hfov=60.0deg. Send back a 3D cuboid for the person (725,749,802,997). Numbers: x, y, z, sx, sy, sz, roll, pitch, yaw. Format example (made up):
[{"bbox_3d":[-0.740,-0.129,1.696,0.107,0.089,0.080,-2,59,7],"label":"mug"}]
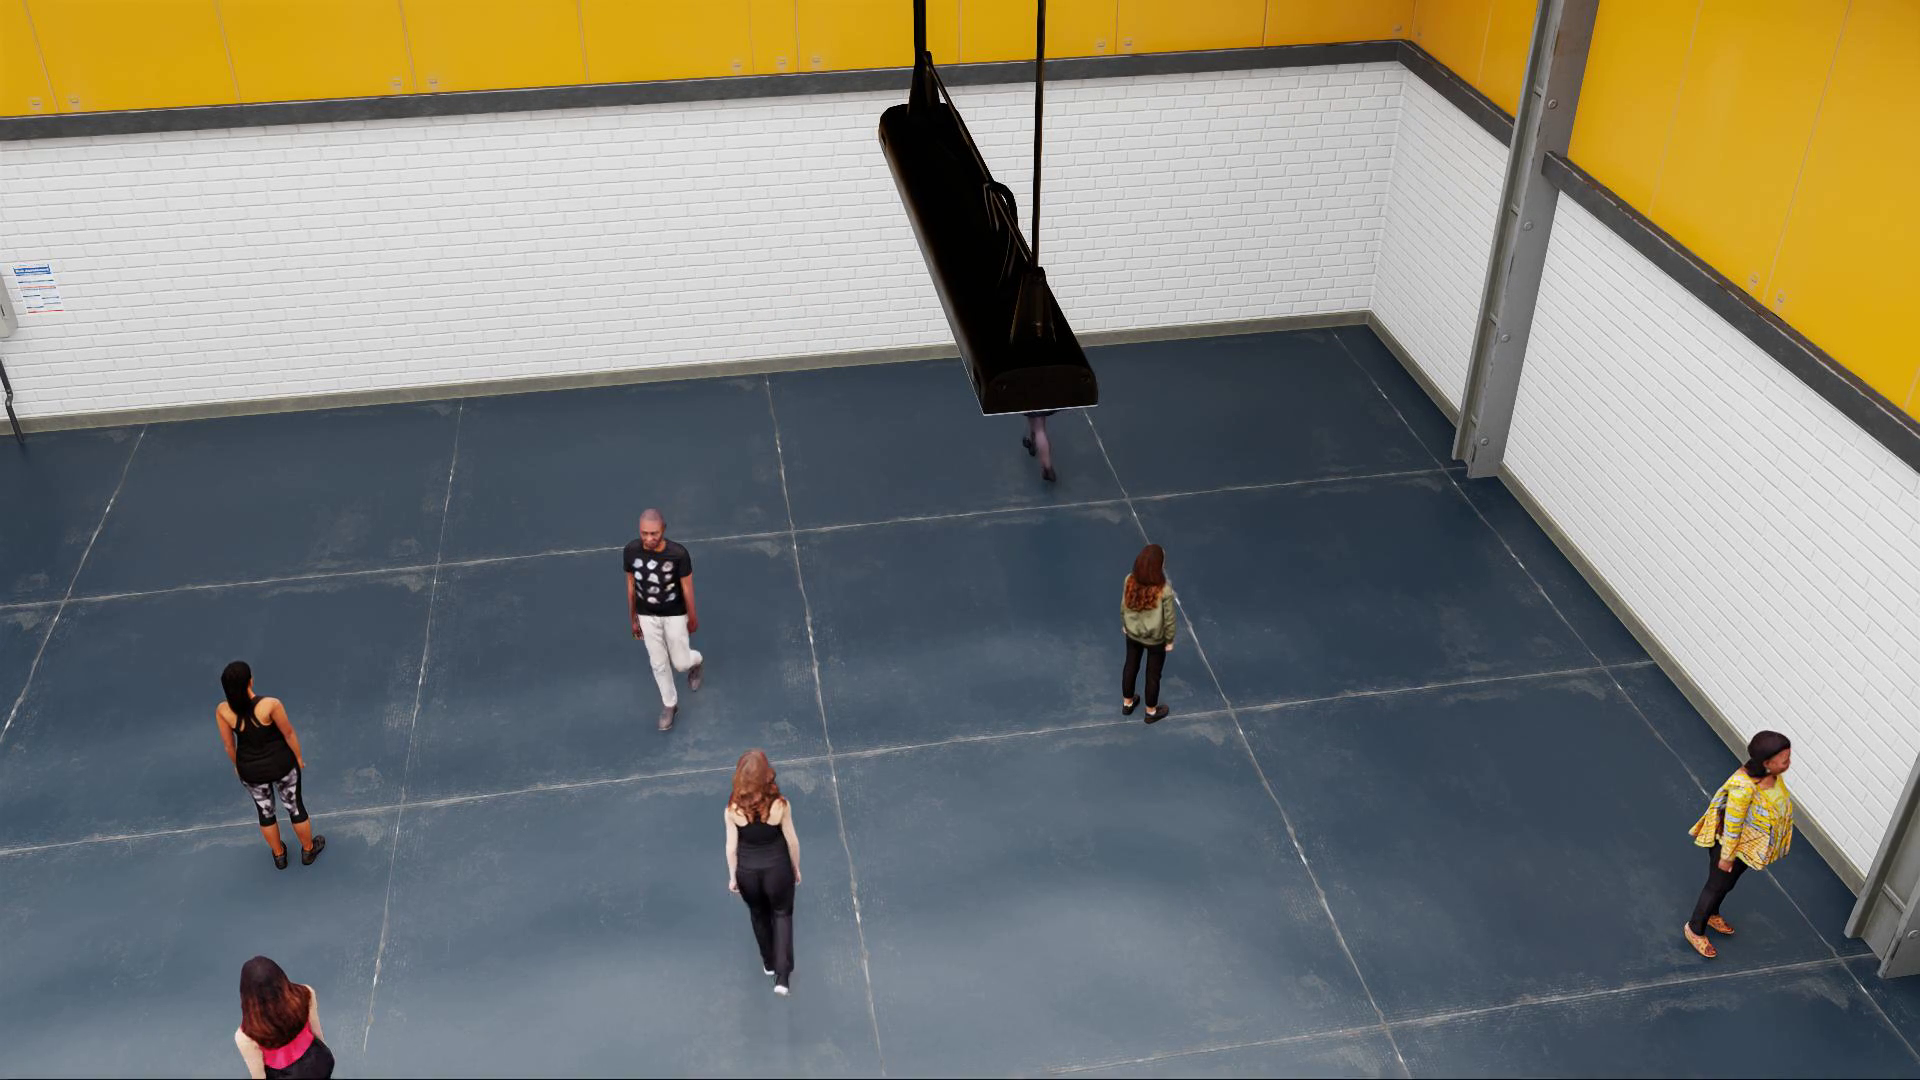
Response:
[{"bbox_3d":[-1.152,2.010,9.743,0.586,1.731,0.874,-5,34,-7],"label":"person"}]

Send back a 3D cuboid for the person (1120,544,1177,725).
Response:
[{"bbox_3d":[1.344,0.672,11.986,0.648,1.476,0.707,21,39,28],"label":"person"}]

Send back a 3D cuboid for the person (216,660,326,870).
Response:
[{"bbox_3d":[-4.452,1.431,10.672,0.570,1.666,0.494,-6,34,-9],"label":"person"}]

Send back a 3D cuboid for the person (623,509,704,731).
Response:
[{"bbox_3d":[-2.114,0.495,11.968,0.793,1.789,0.963,4,34,6],"label":"person"}]

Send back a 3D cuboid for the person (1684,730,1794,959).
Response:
[{"bbox_3d":[4.727,1.818,10.099,0.878,1.656,0.931,-29,43,-36],"label":"person"}]

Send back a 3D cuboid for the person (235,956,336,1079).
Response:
[{"bbox_3d":[-3.404,2.804,8.622,0.828,1.648,0.763,27,42,34],"label":"person"}]
